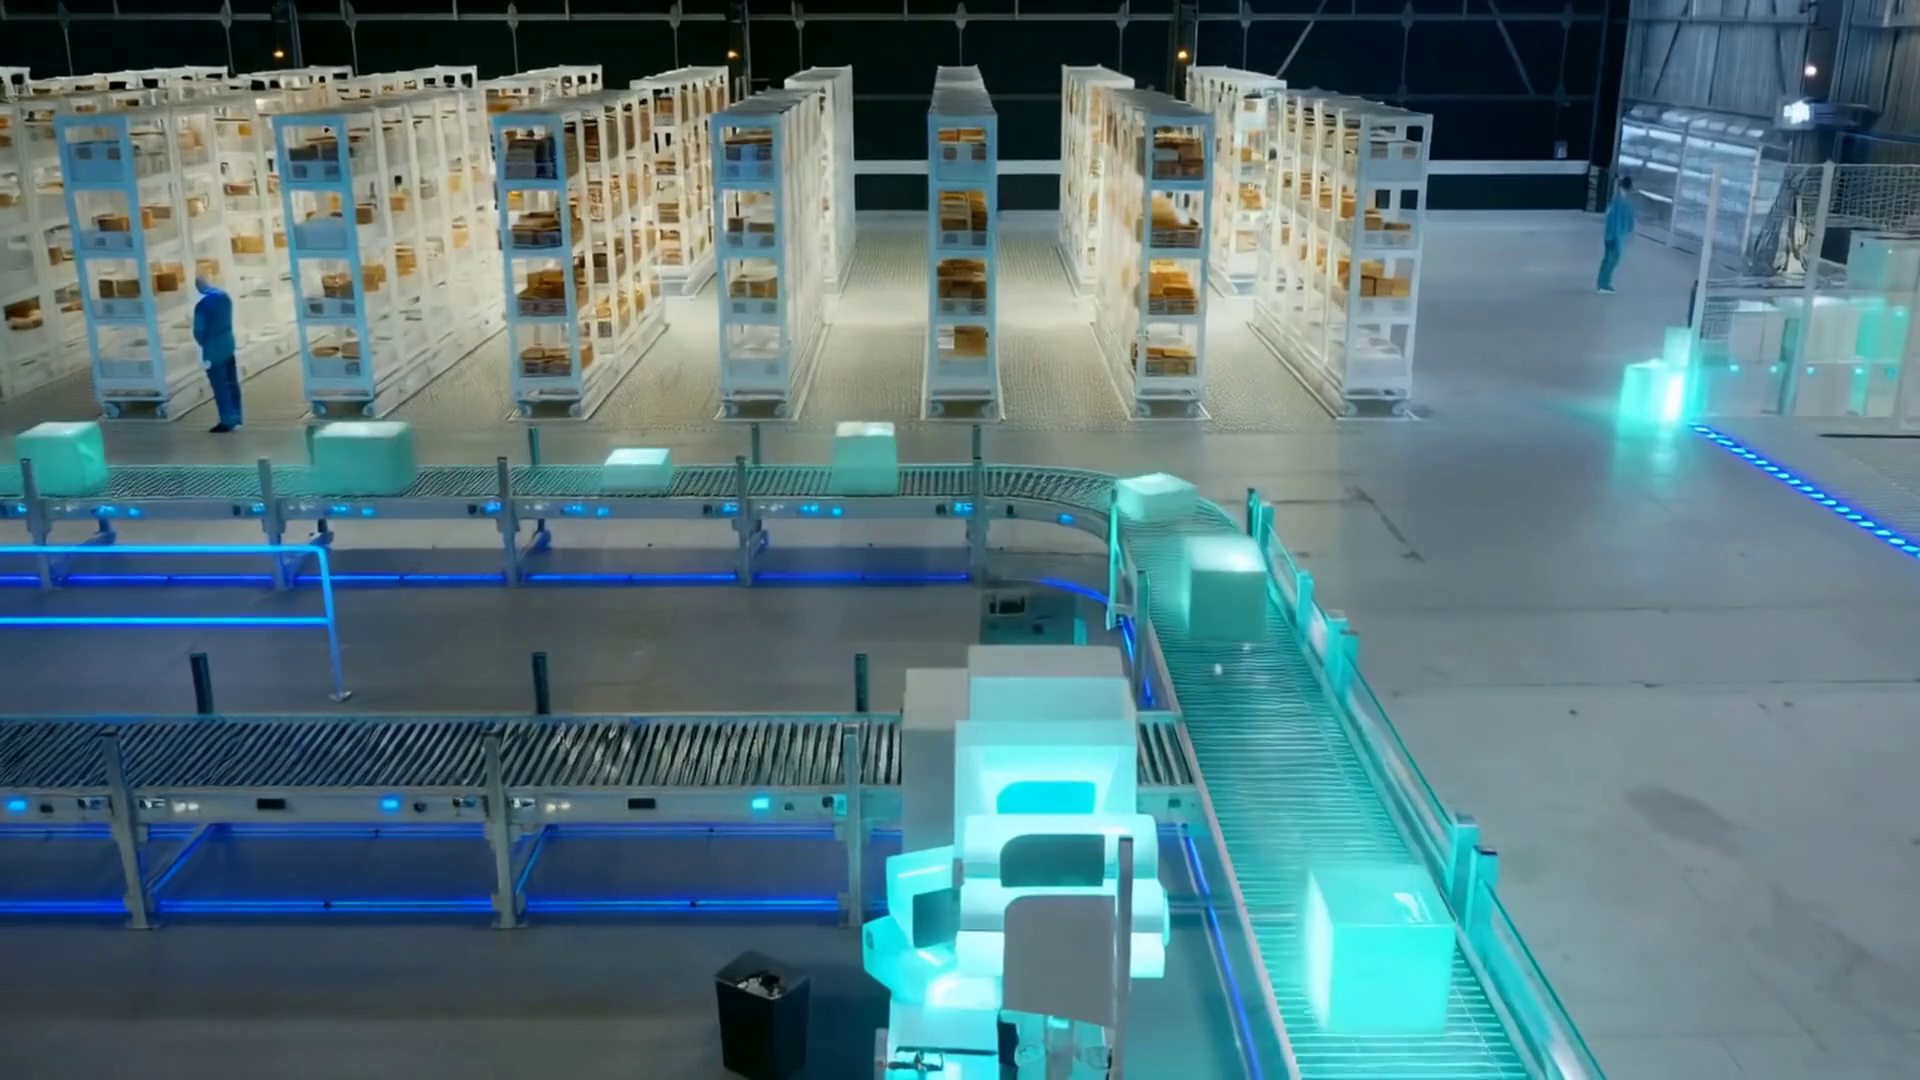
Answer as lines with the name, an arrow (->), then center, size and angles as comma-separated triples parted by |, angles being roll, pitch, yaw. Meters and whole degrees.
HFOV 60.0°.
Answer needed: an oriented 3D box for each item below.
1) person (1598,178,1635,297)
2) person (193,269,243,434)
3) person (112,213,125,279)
person -> 11.156, -5.141, 28.277 | 0.412, 1.985, 0.625 | 3, 18, 10
person -> -8.649, -2.192, 19.307 | 0.407, 1.910, 0.640 | 0, 18, 0
person -> -13.099, -4.414, 26.263 | 0.456, 1.830, 0.602 | -6, 19, -18
